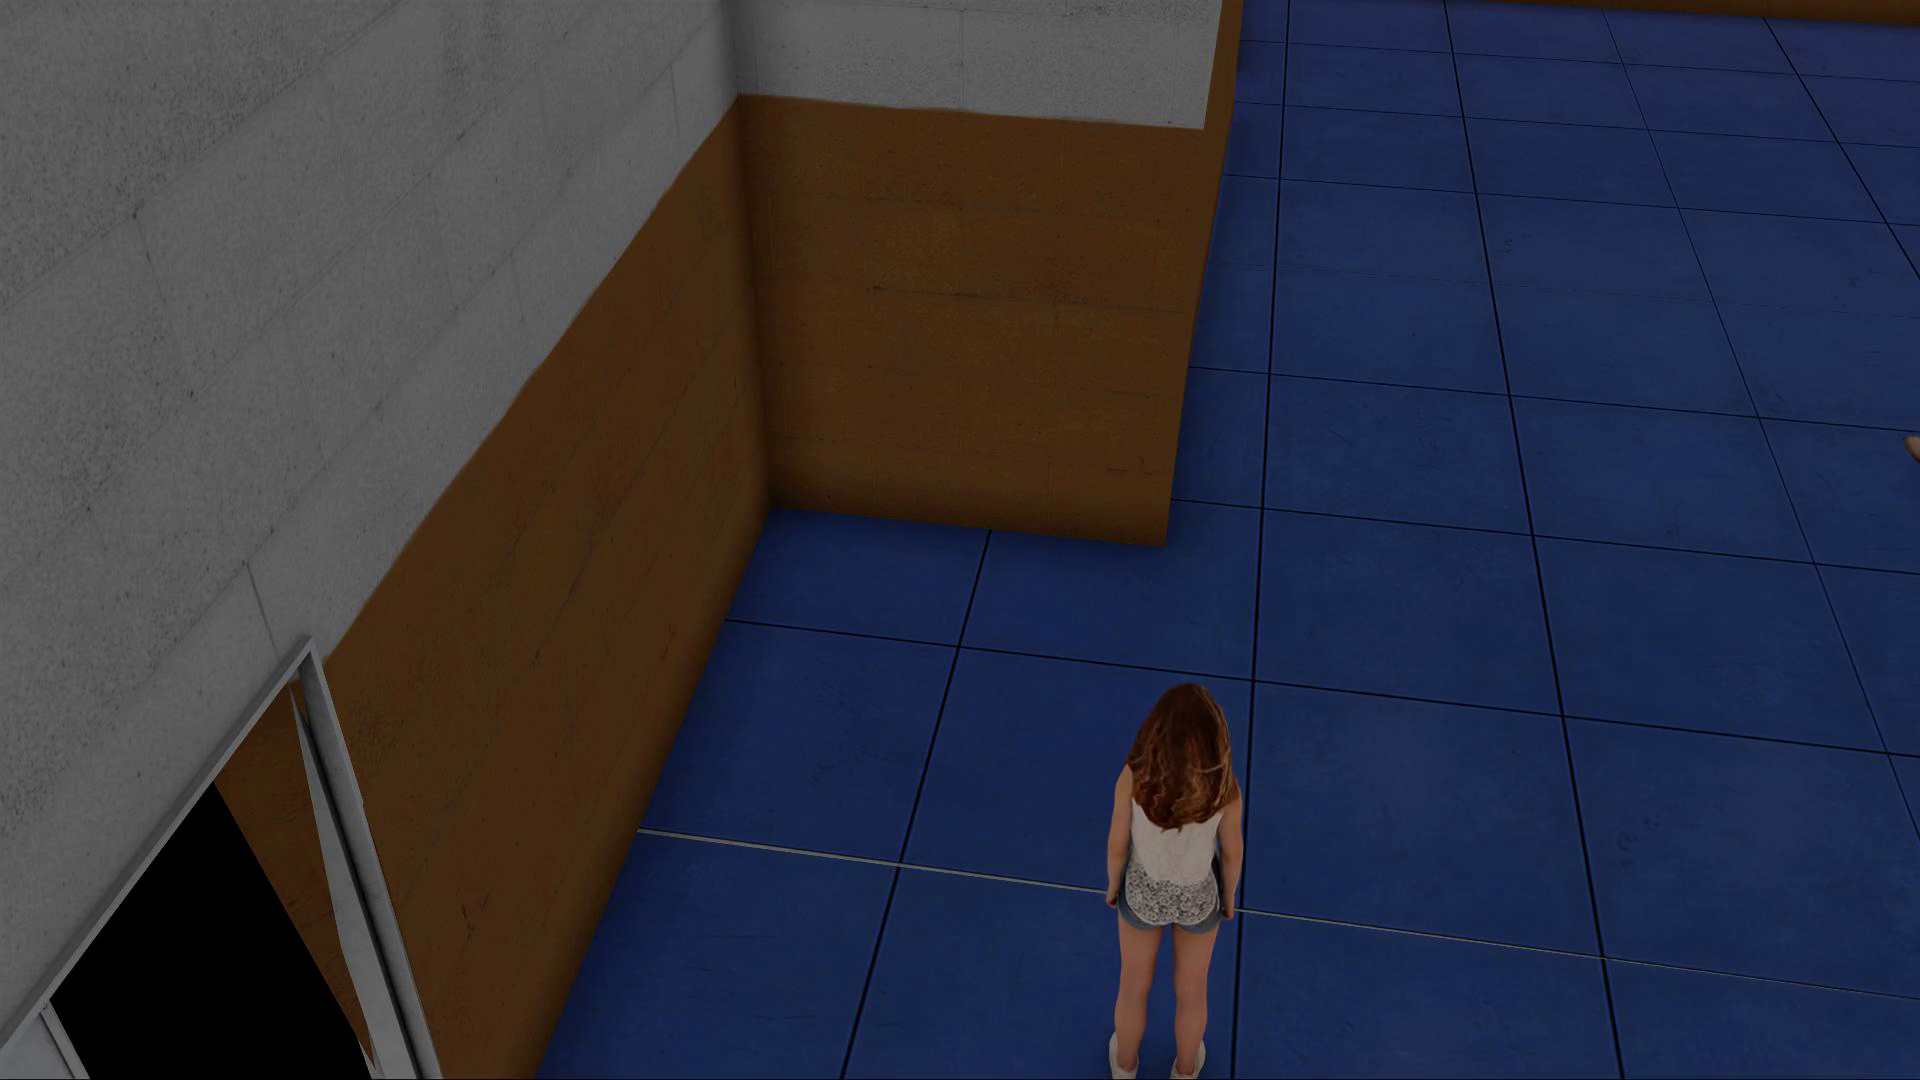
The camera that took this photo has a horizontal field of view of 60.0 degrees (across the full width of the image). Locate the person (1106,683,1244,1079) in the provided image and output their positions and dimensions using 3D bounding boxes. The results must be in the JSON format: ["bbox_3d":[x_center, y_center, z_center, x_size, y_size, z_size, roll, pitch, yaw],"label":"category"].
[{"bbox_3d":[0.662,1.153,5.252,0.443,1.757,0.616,6,37,8],"label":"person"}]
